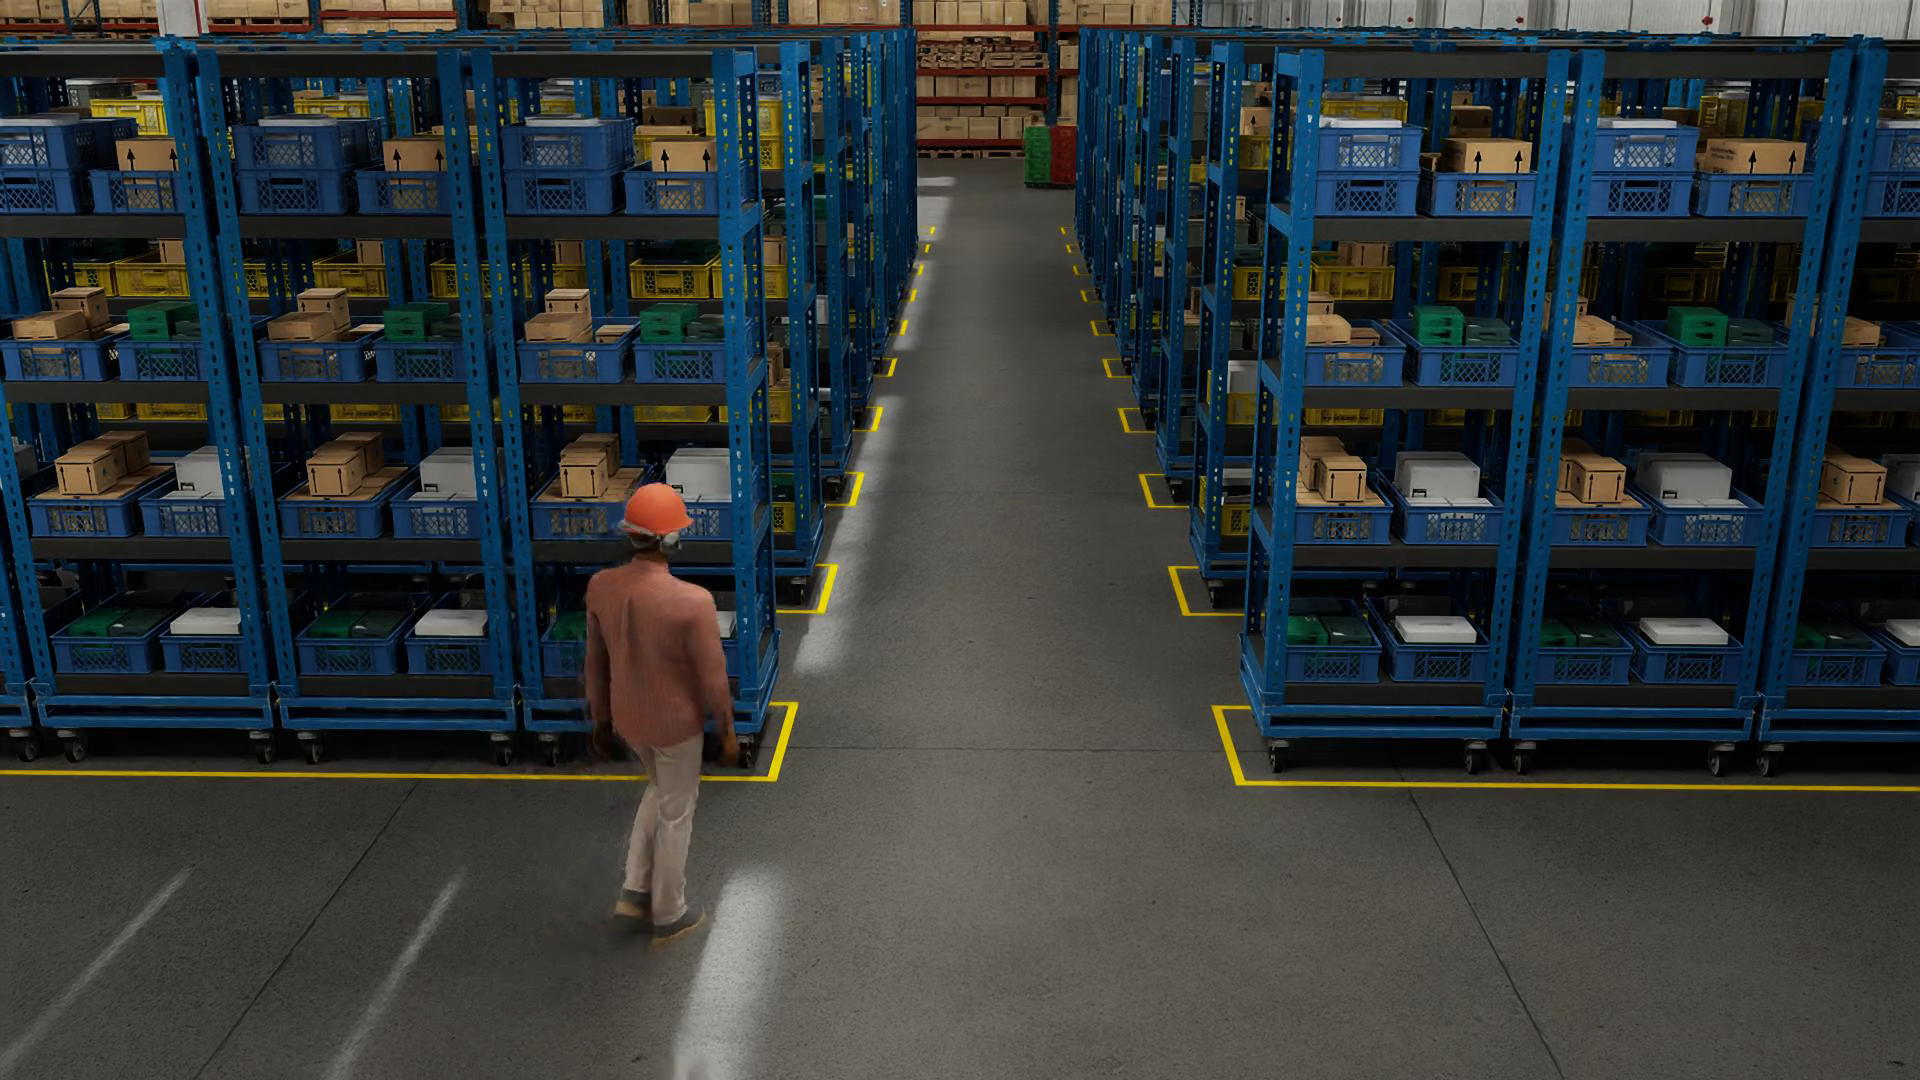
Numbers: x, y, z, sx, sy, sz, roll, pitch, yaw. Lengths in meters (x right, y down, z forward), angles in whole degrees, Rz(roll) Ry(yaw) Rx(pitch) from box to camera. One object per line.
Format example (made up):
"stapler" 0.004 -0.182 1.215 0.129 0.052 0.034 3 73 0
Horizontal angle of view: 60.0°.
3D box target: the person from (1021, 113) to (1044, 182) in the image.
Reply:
"person" 1.675 -9.236 39.184 0.534 1.585 0.878 14 22 38

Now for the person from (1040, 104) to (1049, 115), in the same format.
"person" 2.368 -12.810 50.230 0.778 1.799 0.632 -3 18 -11

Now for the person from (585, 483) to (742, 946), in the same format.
"person" -1.192 0.724 6.806 0.629 1.975 0.441 11 20 30
